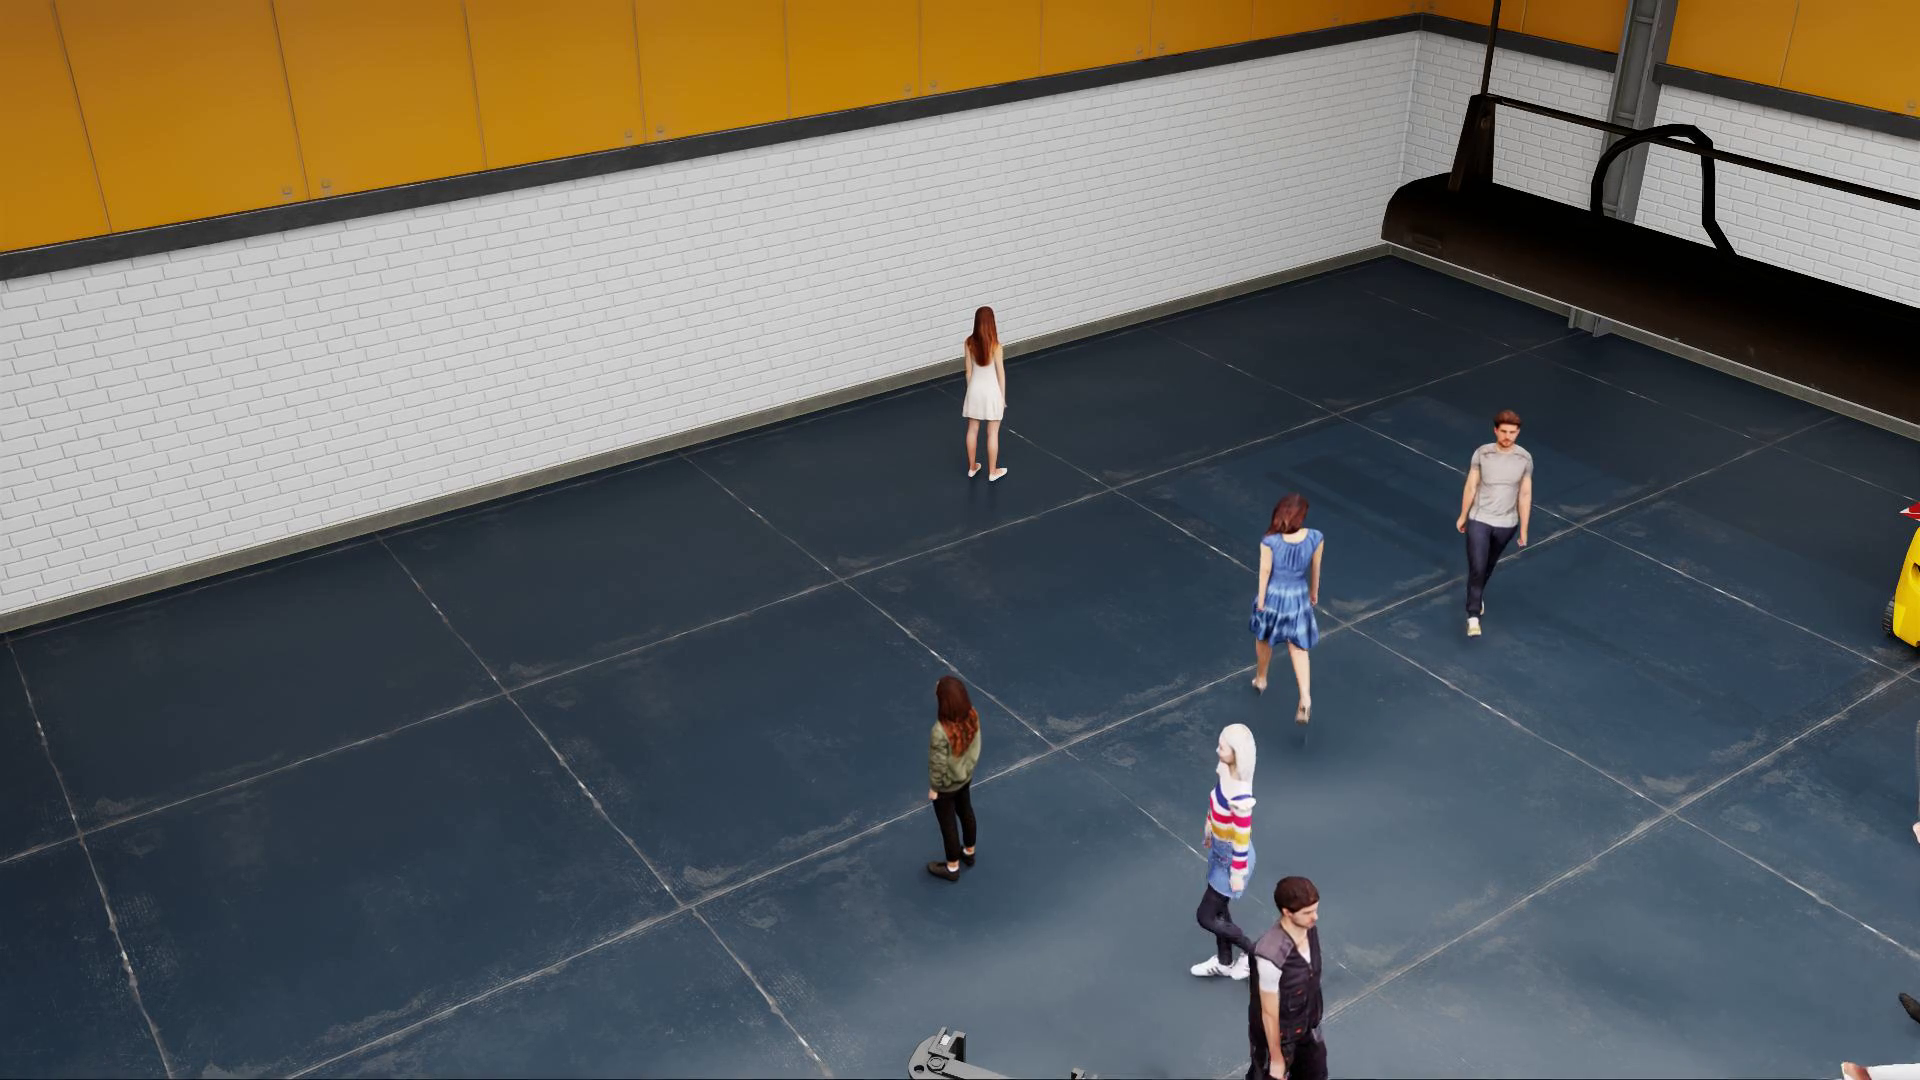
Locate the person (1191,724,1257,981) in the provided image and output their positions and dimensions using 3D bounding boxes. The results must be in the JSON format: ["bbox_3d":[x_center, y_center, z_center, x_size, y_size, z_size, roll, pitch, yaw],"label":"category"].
[{"bbox_3d":[1.645,1.833,9.614,0.882,1.797,0.809,-2,29,-4],"label":"person"}]

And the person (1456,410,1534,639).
[{"bbox_3d":[4.238,-0.192,13.267,1.150,1.853,1.223,4,29,7],"label":"person"}]

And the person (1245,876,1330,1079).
[{"bbox_3d":[1.564,2.430,8.480,0.699,1.835,0.714,24,37,37],"label":"person"}]

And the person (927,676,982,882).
[{"bbox_3d":[-0.044,1.500,10.560,0.596,1.476,0.641,20,34,32],"label":"person"}]

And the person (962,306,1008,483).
[{"bbox_3d":[0.227,-1.377,15.587,0.607,1.712,0.703,13,31,23],"label":"person"}]

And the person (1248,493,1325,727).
[{"bbox_3d":[2.375,0.529,12.020,0.972,1.782,1.199,-4,29,-7],"label":"person"}]
